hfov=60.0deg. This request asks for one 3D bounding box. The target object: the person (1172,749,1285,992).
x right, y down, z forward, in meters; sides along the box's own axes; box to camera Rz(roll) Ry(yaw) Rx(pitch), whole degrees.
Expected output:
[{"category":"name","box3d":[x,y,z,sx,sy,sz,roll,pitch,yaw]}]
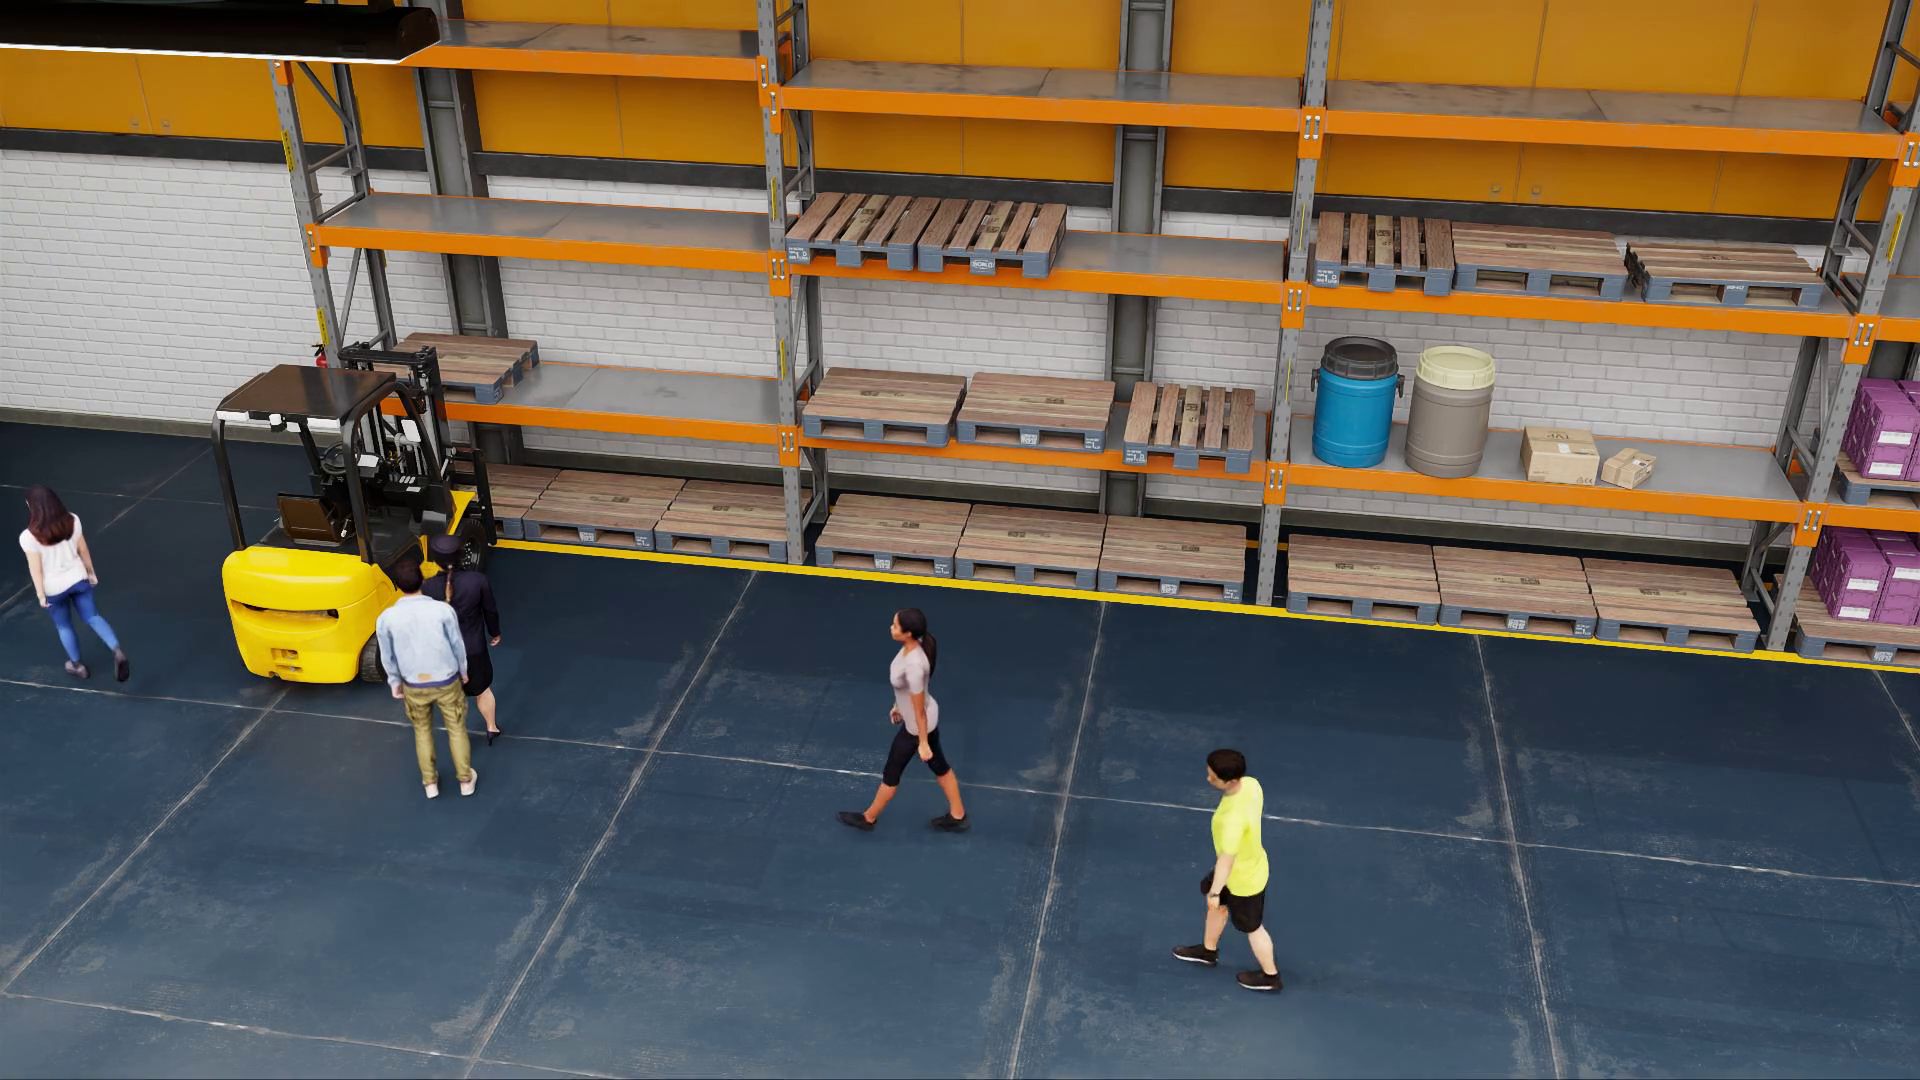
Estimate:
[{"category":"person","box3d":[1.696,1.899,9.552,0.894,1.658,0.652,9,30,17]}]

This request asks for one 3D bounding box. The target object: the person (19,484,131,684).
[{"category":"person","box3d":[-6.571,0.380,12.327,1.069,1.667,0.853,18,33,29]}]

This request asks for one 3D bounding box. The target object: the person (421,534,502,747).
[{"category":"person","box3d":[-3.503,0.735,11.673,0.744,1.671,0.864,-9,30,-16]}]

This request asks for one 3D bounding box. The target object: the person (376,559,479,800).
[{"category":"person","box3d":[-3.531,0.945,11.142,0.662,1.810,0.824,-6,29,-10]}]

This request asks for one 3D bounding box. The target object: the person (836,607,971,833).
[{"category":"person","box3d":[-0.181,1.213,10.761,1.138,1.704,0.708,1,29,2]}]
